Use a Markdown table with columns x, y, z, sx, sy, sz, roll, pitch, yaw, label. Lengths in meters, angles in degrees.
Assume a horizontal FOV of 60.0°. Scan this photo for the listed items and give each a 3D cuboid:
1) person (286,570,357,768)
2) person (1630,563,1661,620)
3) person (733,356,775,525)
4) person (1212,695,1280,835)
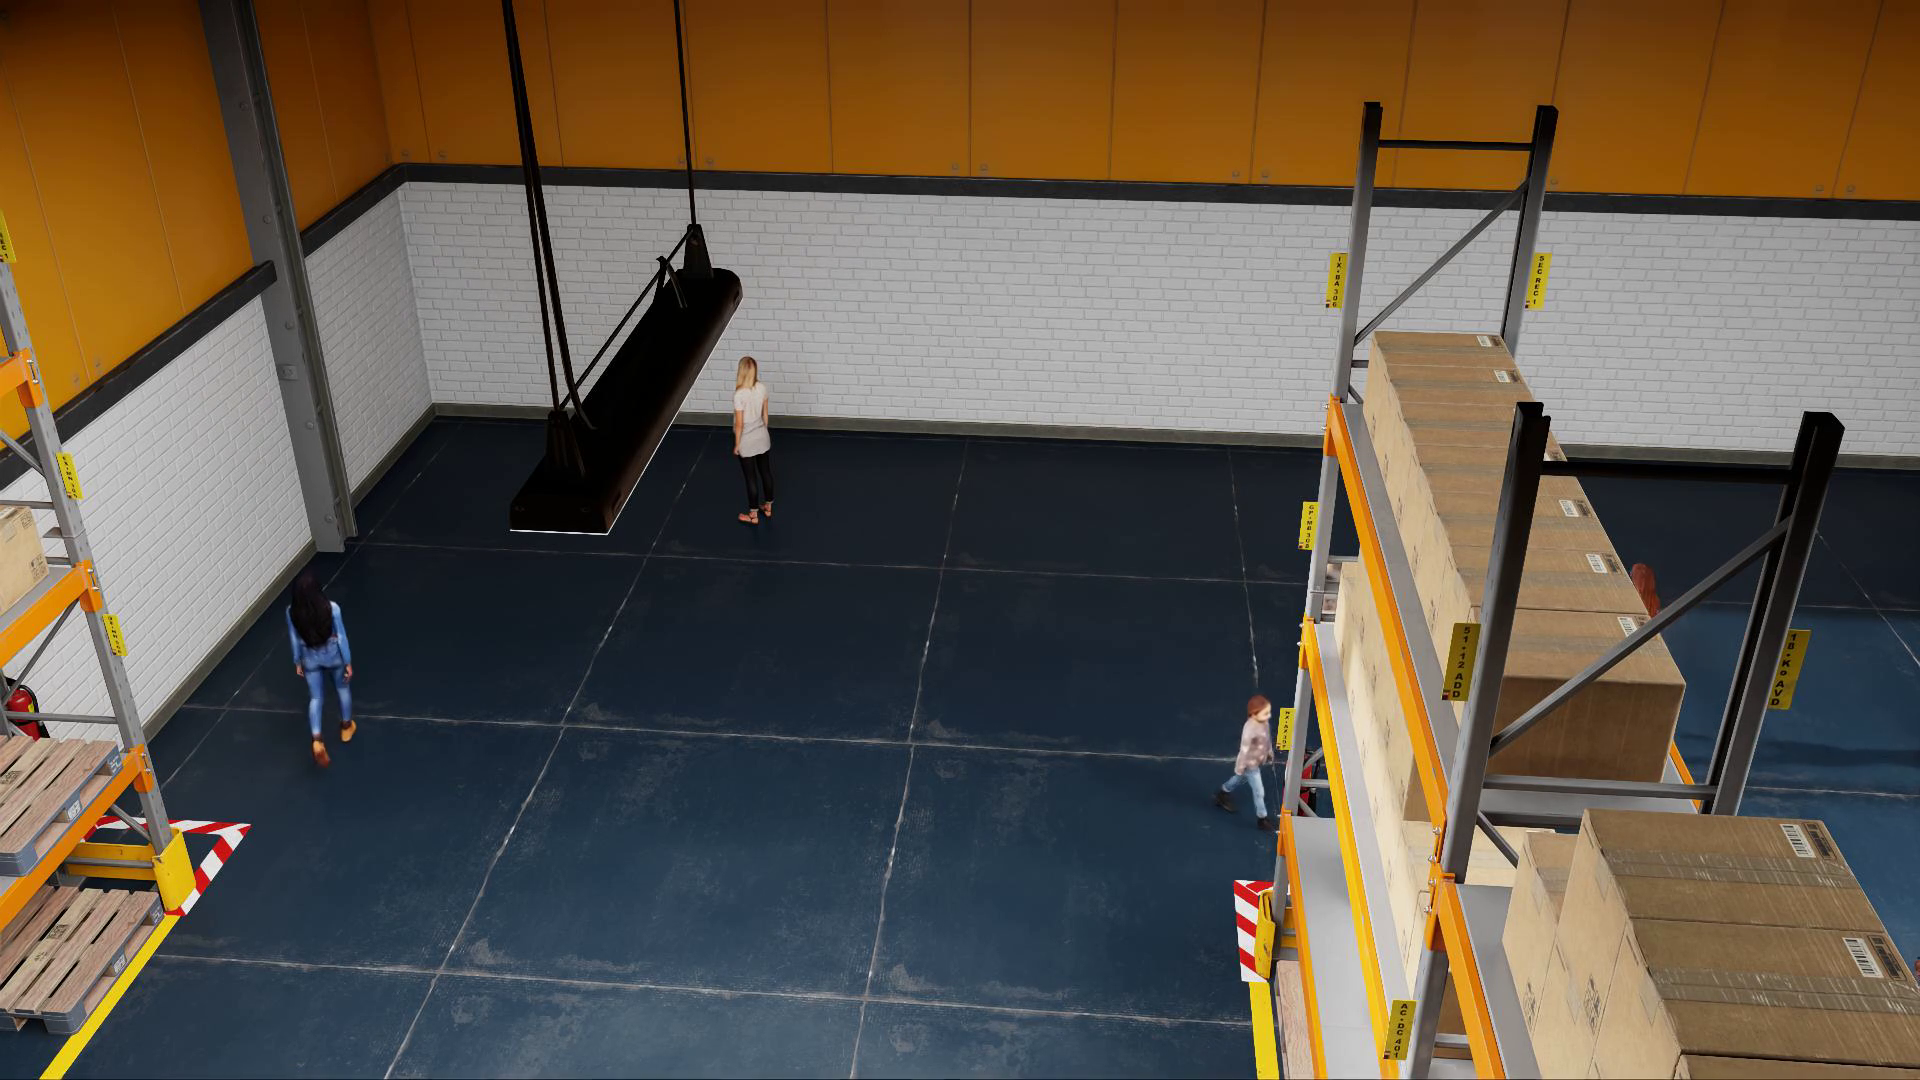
| x | y | z | sx | sy | sz | roll | pitch | yaw | label |
| --- | --- | --- | --- | --- | --- | --- | --- | --- | --- |
| -5.168 | 1.046 | 13.465 | 0.754 | 1.690 | 1.101 | -3 | 29 | -6 | person |
| 5.468 | 1.009 | 13.514 | 0.836 | 1.709 | 0.983 | -12 | 31 | -21 | person |
| -2.126 | -1.034 | 17.137 | 0.738 | 1.827 | 0.653 | 24 | 37 | 37 | person |
| 2.206 | 1.678 | 12.849 | 0.812 | 1.170 | 0.855 | 19 | 34 | 31 | person |
